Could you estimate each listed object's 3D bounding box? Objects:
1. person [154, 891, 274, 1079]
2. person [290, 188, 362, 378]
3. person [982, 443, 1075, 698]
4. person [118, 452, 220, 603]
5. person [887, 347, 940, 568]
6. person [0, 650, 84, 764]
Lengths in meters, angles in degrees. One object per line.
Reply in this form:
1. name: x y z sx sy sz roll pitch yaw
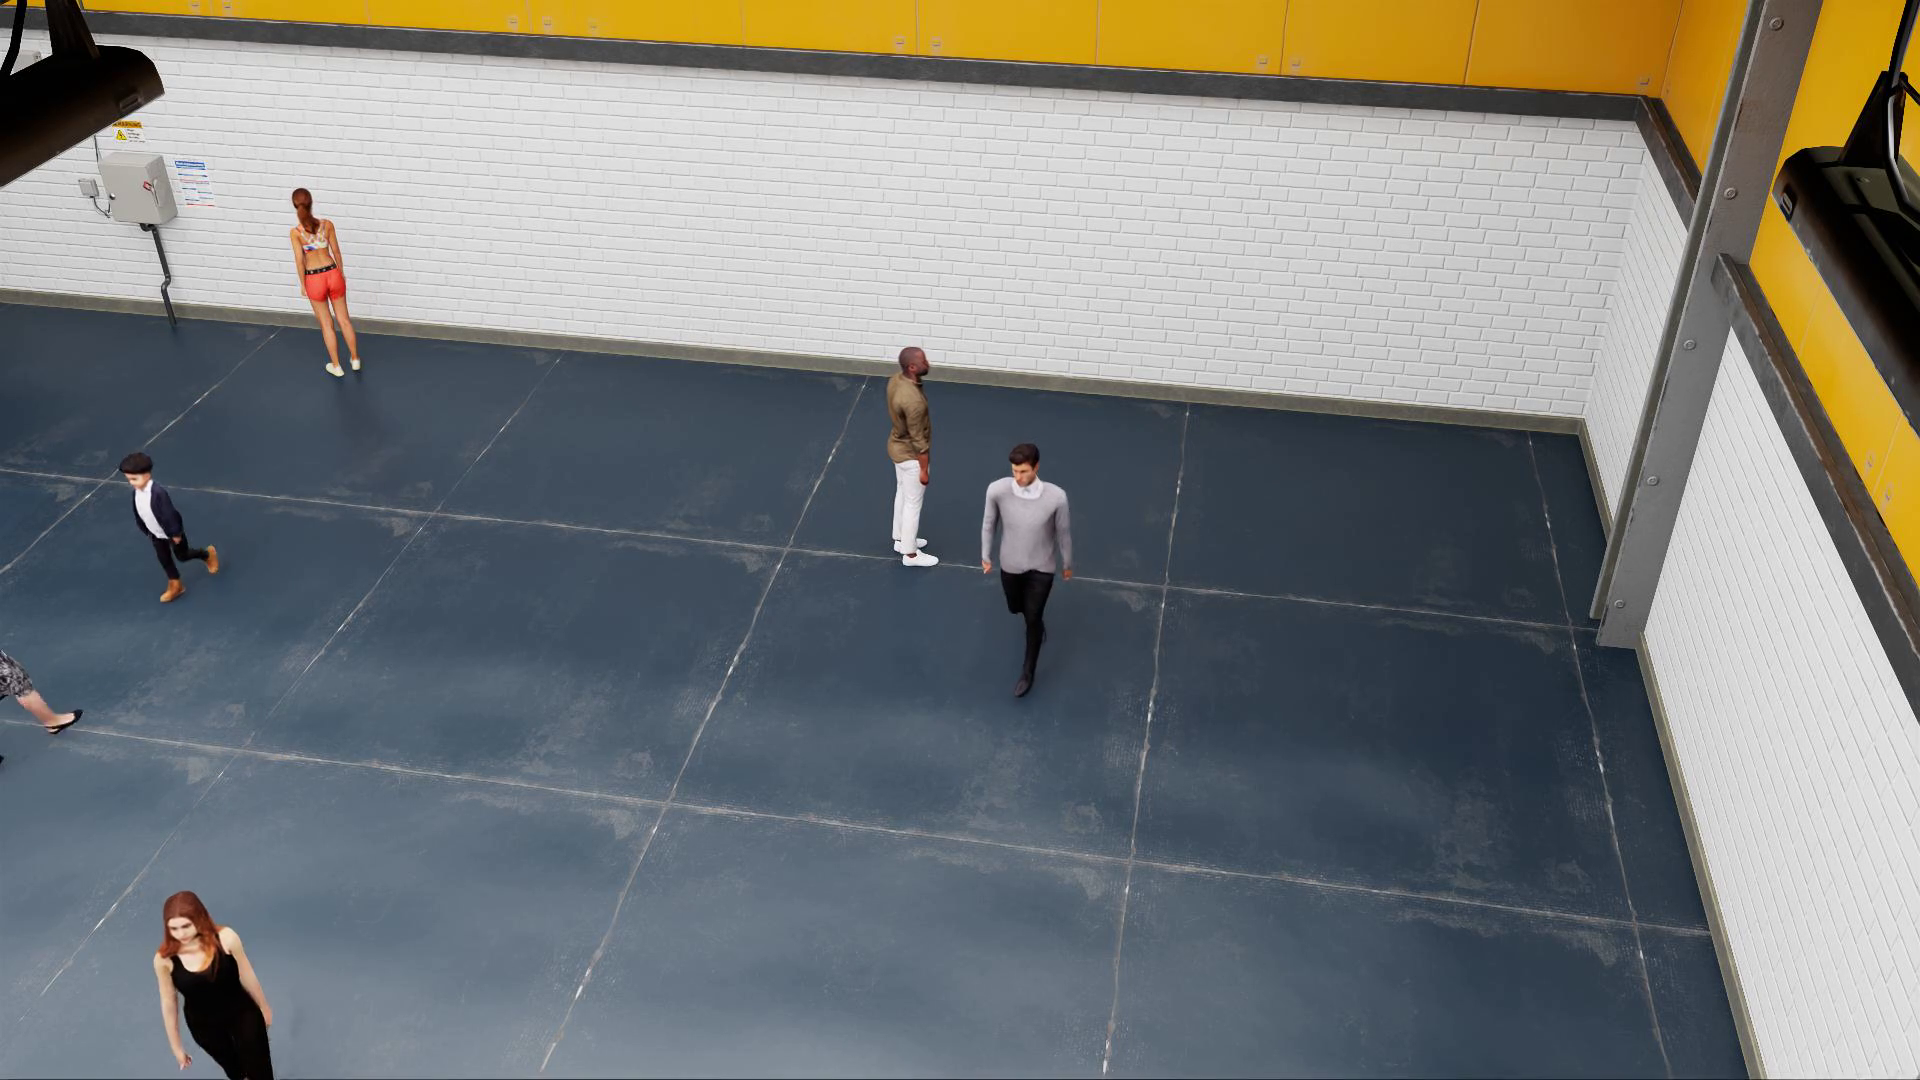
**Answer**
1. person: -3.652 2.325 8.280 0.801 1.708 0.936 -9 35 -14
2. person: -5.835 -2.360 15.255 0.647 1.789 0.715 -23 40 -31
3. person: 0.495 0.100 11.464 0.869 1.887 1.158 7 34 10
4. person: -5.916 -0.140 12.437 0.613 1.210 0.795 10 35 14
5. person: -0.375 -0.651 12.651 0.863 1.825 0.698 -10 35 -14
6. person: -6.377 0.818 10.579 0.825 1.671 1.082 17 37 24
